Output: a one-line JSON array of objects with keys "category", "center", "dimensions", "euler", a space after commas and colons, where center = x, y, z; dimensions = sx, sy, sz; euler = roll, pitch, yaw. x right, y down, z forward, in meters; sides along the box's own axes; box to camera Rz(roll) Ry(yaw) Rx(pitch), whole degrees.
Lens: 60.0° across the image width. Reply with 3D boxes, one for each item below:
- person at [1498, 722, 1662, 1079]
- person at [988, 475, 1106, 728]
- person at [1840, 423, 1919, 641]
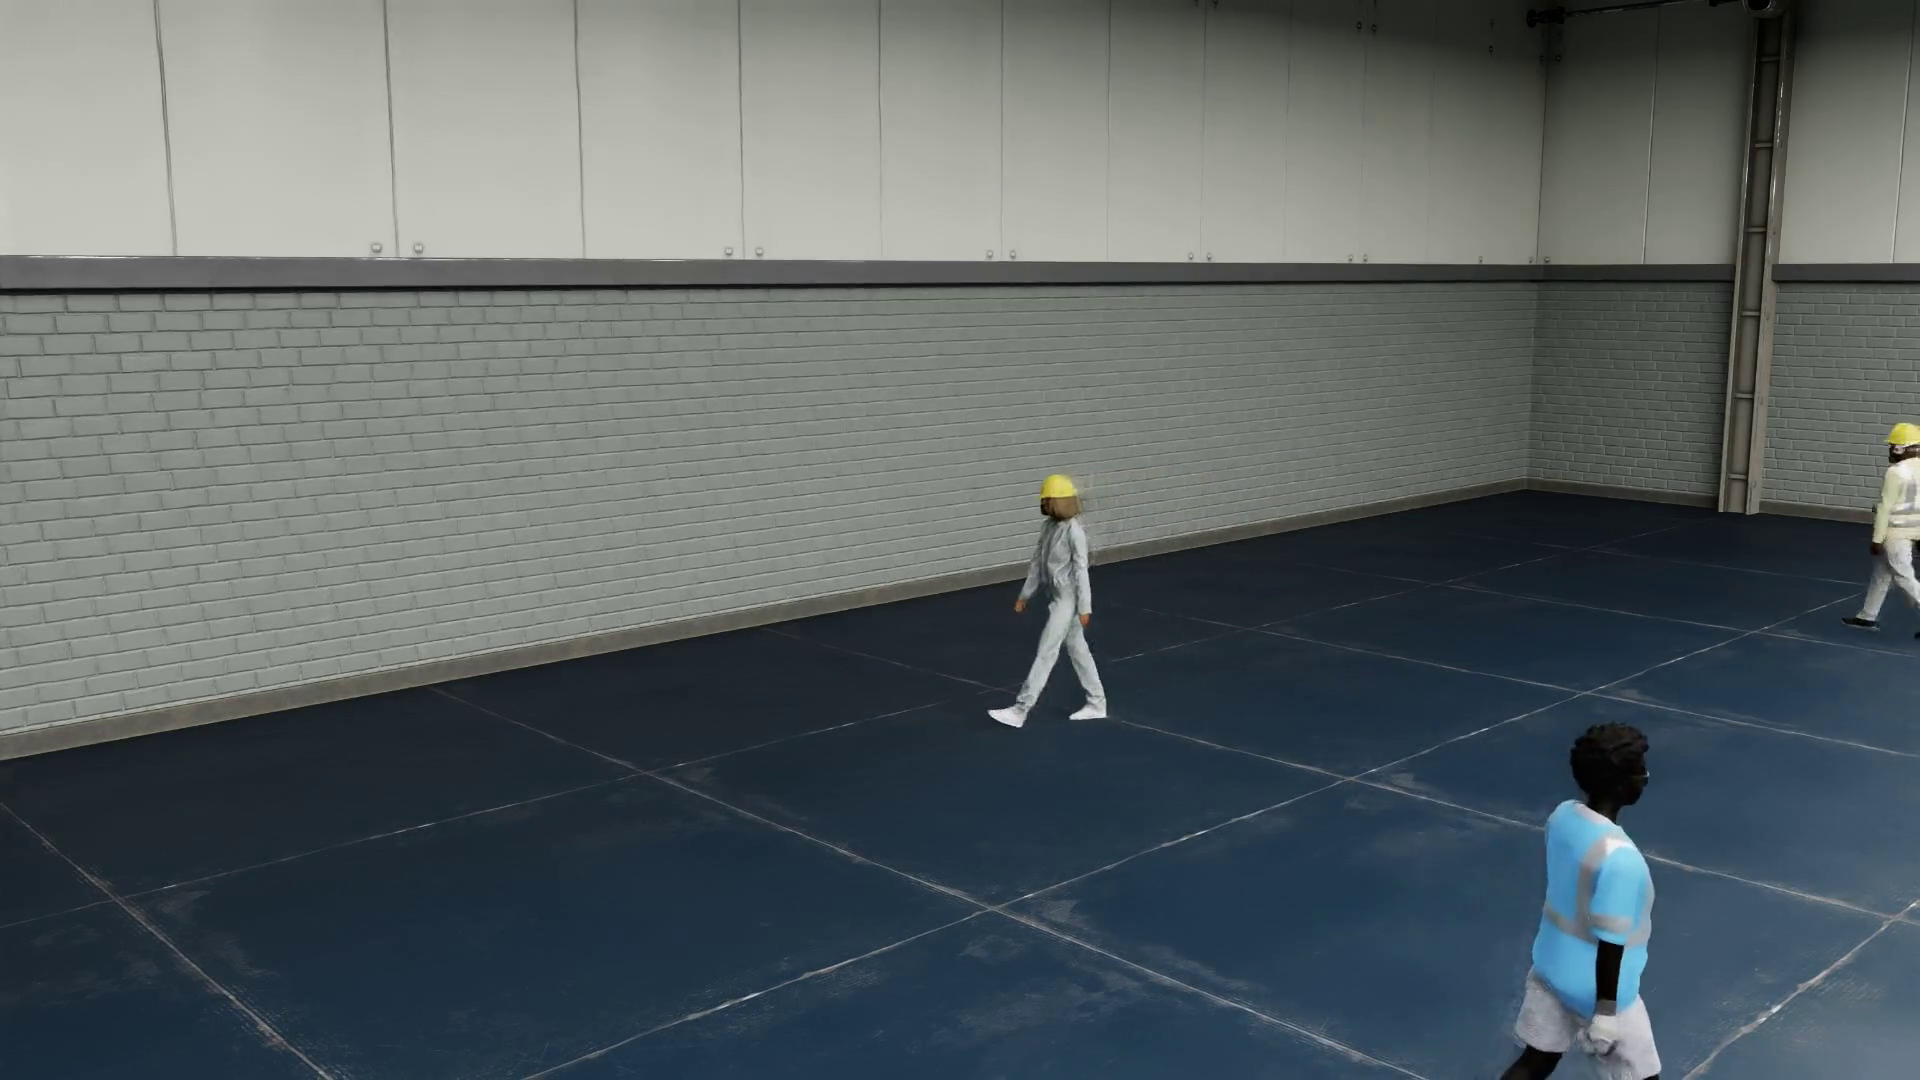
[{"category": "person", "center": [1.957, 1.372, 5.246], "dimensions": [0.852, 1.655, 0.536], "euler": [-1, 9, -5]}, {"category": "person", "center": [0.607, 0.413, 11.079], "dimensions": [0.908, 1.695, 0.486], "euler": [-3, 10, -18]}, {"category": "person", "center": [7.841, -0.074, 13.794], "dimensions": [0.602, 1.799, 0.902], "euler": [-6, 11, -35]}]
